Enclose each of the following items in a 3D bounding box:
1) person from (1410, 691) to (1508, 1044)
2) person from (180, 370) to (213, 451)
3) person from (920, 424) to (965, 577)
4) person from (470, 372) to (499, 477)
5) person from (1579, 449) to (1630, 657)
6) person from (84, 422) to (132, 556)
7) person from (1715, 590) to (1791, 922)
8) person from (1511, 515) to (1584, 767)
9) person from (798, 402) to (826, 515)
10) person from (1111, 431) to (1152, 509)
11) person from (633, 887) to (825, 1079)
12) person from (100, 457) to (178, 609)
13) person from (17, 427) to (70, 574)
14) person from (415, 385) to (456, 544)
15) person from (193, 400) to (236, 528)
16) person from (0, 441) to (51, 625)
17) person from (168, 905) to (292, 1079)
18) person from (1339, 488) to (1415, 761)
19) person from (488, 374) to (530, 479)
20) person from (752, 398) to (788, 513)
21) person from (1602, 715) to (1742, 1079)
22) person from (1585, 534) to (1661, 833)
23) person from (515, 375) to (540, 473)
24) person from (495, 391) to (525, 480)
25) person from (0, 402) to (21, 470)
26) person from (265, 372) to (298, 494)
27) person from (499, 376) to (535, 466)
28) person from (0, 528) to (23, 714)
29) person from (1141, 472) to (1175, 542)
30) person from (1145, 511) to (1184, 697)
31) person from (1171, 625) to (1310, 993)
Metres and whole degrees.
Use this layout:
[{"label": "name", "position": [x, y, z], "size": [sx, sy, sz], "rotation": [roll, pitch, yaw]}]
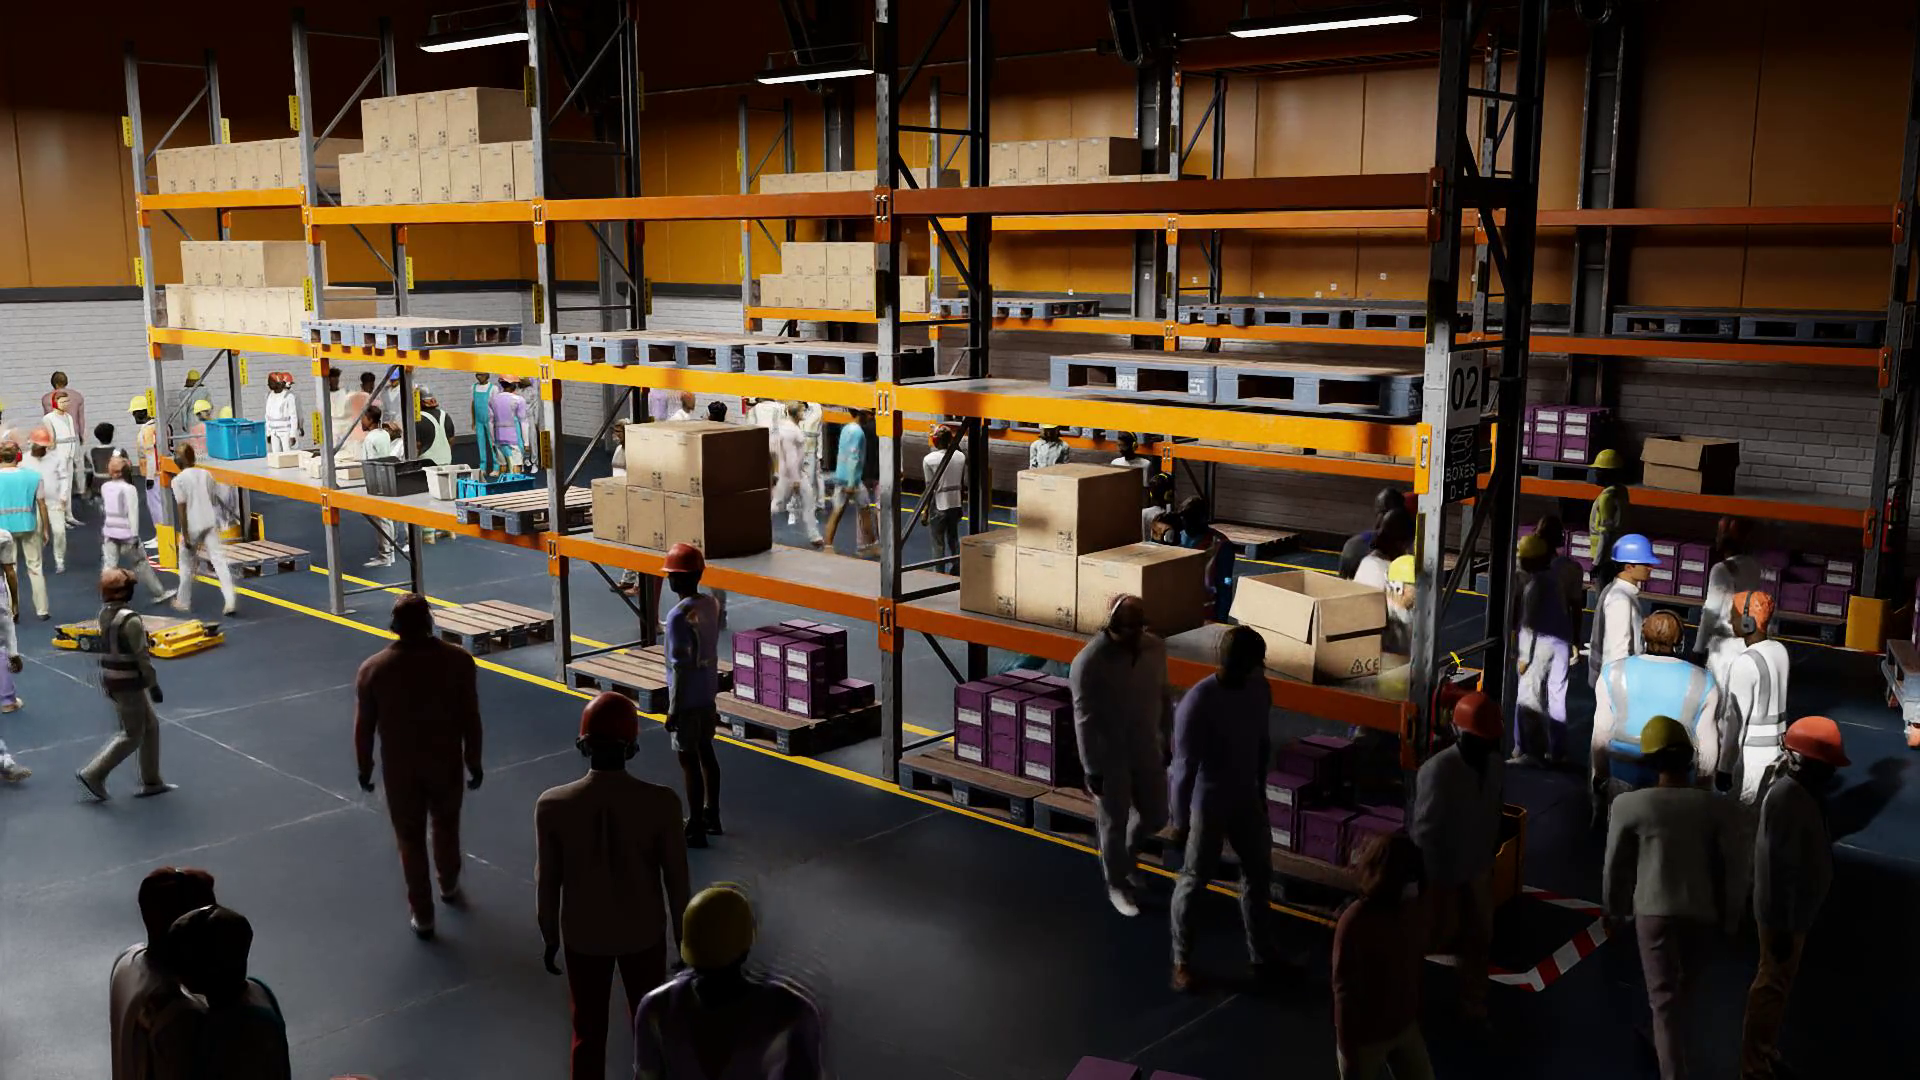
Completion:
[{"label": "person", "position": [2.332, 1.518, 8.022], "size": [0.603, 1.719, 0.674], "rotation": [-6, 12, -31]}, {"label": "person", "position": [-12.610, -1.931, 27.498], "size": [0.491, 1.756, 0.328], "rotation": [-7, 12, -34]}, {"label": "person", "position": [-0.175, -0.336, 18.138], "size": [0.575, 1.843, 0.374], "rotation": [-9, 14, -42]}, {"label": "person", "position": [-7.787, -1.946, 27.290], "size": [0.501, 1.839, 0.341], "rotation": [3, 10, 17]}, {"label": "person", "position": [5.937, 0.124, 15.309], "size": [0.369, 1.928, 0.585], "rotation": [7, 12, 33]}, {"label": "person", "position": [-10.269, -0.577, 19.994], "size": [0.537, 1.674, 0.775], "rotation": [1, 10, 4]}, {"label": "person", "position": [4.423, 1.205, 9.349], "size": [0.579, 1.879, 0.370], "rotation": [-9, 14, -42]}, {"label": "person", "position": [4.252, 0.731, 12.108], "size": [0.504, 1.847, 0.345], "rotation": [4, 11, 22]}, {"label": "person", "position": [-2.122, -1.283, 23.434], "size": [0.365, 1.875, 0.566], "rotation": [6, 12, 31]}, {"label": "person", "position": [1.788, -0.241, 17.595], "size": [0.519, 1.856, 0.350], "rotation": [7, 12, 36]}, {"label": "person", "position": [-0.720, 1.952, 5.131], "size": [0.604, 1.880, 1.016], "rotation": [2, 10, 13]}, {"label": "person", "position": [-8.628, -0.065, 17.284], "size": [0.536, 1.597, 0.778], "rotation": [4, 11, 24]}, {"label": "person", "position": [-10.525, -0.443, 19.097], "size": [0.578, 1.722, 0.472], "rotation": [-5, 11, -26]}, {"label": "person", "position": [-6.806, -0.985, 21.259], "size": [0.535, 2.000, 0.685], "rotation": [5, 11, 28]}, {"label": "person", "position": [-10.027, -1.031, 22.423], "size": [0.571, 1.723, 0.554], "rotation": [1, 10, 8]}, {"label": "person", "position": [-9.427, -0.067, 16.631], "size": [0.570, 1.840, 0.372], "rotation": [-7, 12, -33]}, {"label": "person", "position": [-2.176, 1.980, 5.059], "size": [0.351, 1.842, 0.507], "rotation": [-5, 11, -24]}, {"label": "person", "position": [3.169, 0.601, 12.294], "size": [0.717, 2.000, 0.535], "rotation": [4, 11, 24]}, {"label": "person", "position": [-6.403, -1.421, 23.722], "size": [0.614, 2.040, 0.391], "rotation": [3, 11, 18]}, {"label": "person", "position": [-2.634, -1.317, 23.484], "size": [0.638, 1.914, 0.439], "rotation": [5, 11, 28]}, {"label": "person", "position": [3.134, 1.642, 7.369], "size": [0.532, 1.687, 0.943], "rotation": [2, 10, 9]}, {"label": "person", "position": [4.262, 0.919, 10.754], "size": [0.390, 1.949, 0.602], "rotation": [3, 11, 18]}, {"label": "person", "position": [-7.259, -1.968, 27.713], "size": [0.504, 1.724, 0.431], "rotation": [0, 10, 3]}, {"label": "person", "position": [-6.429, -1.281, 23.789], "size": [0.575, 1.739, 0.350], "rotation": [6, 11, 28]}, {"label": "person", "position": [-12.140, -0.890, 21.128], "size": [0.576, 1.903, 0.811], "rotation": [2, 10, 13]}, {"label": "person", "position": [-10.313, -1.614, 25.263], "size": [0.574, 1.884, 0.360], "rotation": [5, 11, 26]}, {"label": "person", "position": [-7.579, -2.210, 28.505], "size": [0.595, 1.925, 0.372], "rotation": [-4, 11, -21]}, {"label": "person", "position": [-7.872, 0.507, 13.421], "size": [0.501, 1.839, 0.340], "rotation": [-3, 10, -15]}, {"label": "person", "position": [1.707, 0.356, 14.160], "size": [0.329, 1.872, 0.511], "rotation": [-10, 14, -44]}, {"label": "person", "position": [1.490, 0.691, 12.396], "size": [0.430, 1.831, 0.634], "rotation": [-6, 12, -30]}, {"label": "person", "position": [1.369, 1.363, 8.371], "size": [0.707, 1.916, 0.609], "rotation": [-7, 12, -36]}]
